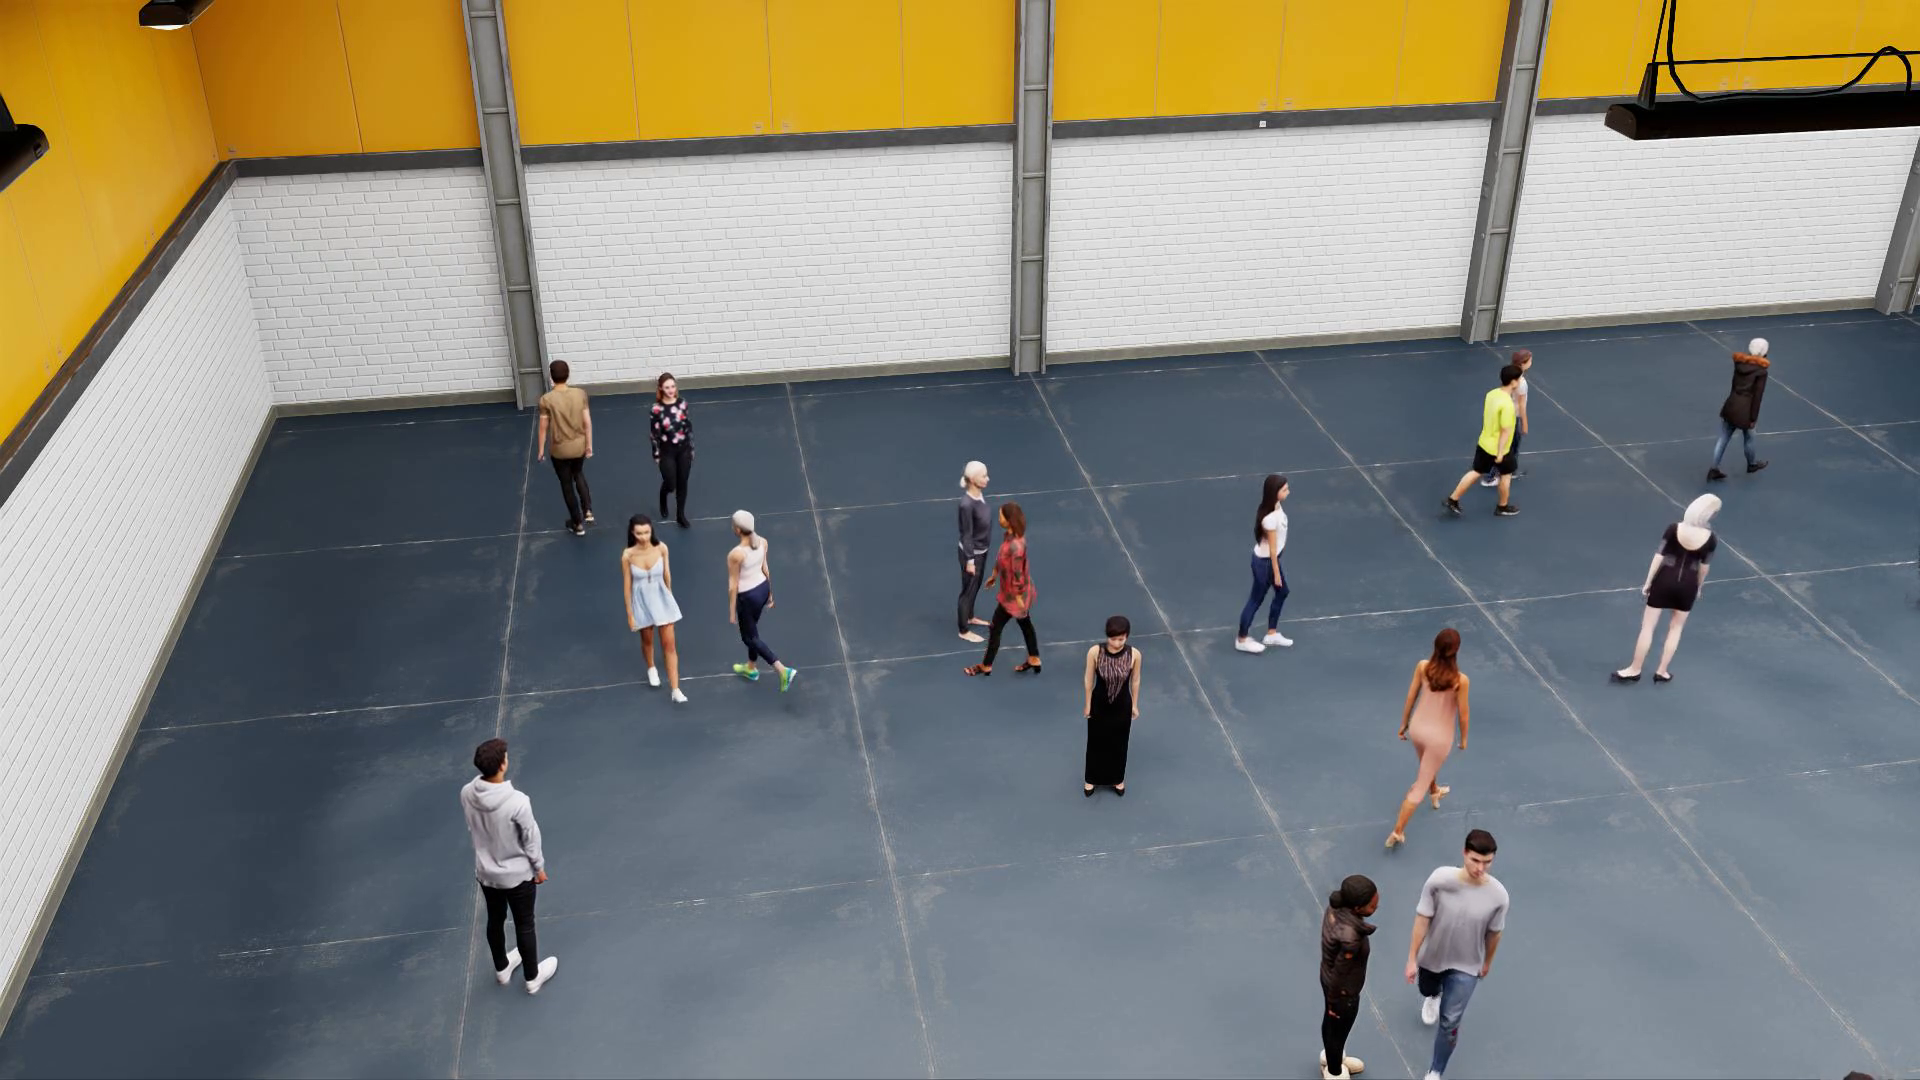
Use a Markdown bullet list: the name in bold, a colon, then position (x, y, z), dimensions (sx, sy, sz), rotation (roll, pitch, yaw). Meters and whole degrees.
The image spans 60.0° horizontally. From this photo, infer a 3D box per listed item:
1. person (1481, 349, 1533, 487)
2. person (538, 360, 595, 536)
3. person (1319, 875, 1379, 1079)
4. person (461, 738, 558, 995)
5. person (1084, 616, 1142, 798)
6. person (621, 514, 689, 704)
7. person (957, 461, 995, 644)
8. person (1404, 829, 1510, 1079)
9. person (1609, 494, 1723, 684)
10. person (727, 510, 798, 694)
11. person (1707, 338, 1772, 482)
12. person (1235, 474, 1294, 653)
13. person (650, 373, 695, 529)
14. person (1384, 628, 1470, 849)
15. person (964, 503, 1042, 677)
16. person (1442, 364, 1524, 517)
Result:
- **person**: position (5.745, -1.285, 17.601), dimensions (0.788, 1.541, 0.569), rotation (-3, 29, -6)
- **person**: position (-3.864, -0.879, 16.547), dimensions (0.755, 1.838, 0.858), rotation (-20, 35, -33)
- **person**: position (2.314, 2.714, 10.144), dimensions (0.609, 1.662, 0.678), rotation (-5, 29, -8)
- **person**: position (-2.997, 2.145, 10.913), dimensions (0.682, 1.925, 0.812), rotation (7, 29, 13)
- **person**: position (1.167, 1.266, 12.856), dimensions (0.500, 1.608, 0.672), rotation (0, 29, 0)
- **person**: position (-2.656, 0.515, 14.130), dimensions (0.996, 1.705, 0.813), rotation (-11, 31, -20)
- **person**: position (0.117, 0.069, 14.925), dimensions (0.656, 1.726, 0.684), rotation (7, 29, 12)
- **person**: position (3.050, 2.515, 10.315), dimensions (1.244, 1.848, 1.160), rotation (12, 31, 21)
- **person**: position (6.031, 0.439, 14.167), dimensions (0.698, 1.805, 0.900), rotation (3, 29, 5)
- **person**: position (-1.700, 0.557, 14.077), dimensions (1.069, 1.682, 1.007), rotation (20, 35, 32)
- **person**: position (8.239, -1.356, 17.664), dimensions (1.032, 1.606, 0.785), rotation (-12, 31, -20)
- **person**: position (2.600, 0.216, 14.622), dimensions (0.847, 1.759, 0.755), rotation (6, 29, 11)
- **person**: position (-2.925, -0.930, 16.813), dimensions (0.709, 1.673, 0.767), rotation (-19, 34, -30)
- **person**: position (3.421, 1.503, 12.244), dimensions (1.044, 1.778, 1.203), rotation (25, 37, 38)
- **person**: position (0.561, 0.445, 14.289), dimensions (0.951, 1.676, 0.711), rotation (0, 29, 0)
- **person**: position (5.354, -0.972, 16.887), dimensions (1.084, 1.676, 0.695), rotation (-8, 30, -14)
